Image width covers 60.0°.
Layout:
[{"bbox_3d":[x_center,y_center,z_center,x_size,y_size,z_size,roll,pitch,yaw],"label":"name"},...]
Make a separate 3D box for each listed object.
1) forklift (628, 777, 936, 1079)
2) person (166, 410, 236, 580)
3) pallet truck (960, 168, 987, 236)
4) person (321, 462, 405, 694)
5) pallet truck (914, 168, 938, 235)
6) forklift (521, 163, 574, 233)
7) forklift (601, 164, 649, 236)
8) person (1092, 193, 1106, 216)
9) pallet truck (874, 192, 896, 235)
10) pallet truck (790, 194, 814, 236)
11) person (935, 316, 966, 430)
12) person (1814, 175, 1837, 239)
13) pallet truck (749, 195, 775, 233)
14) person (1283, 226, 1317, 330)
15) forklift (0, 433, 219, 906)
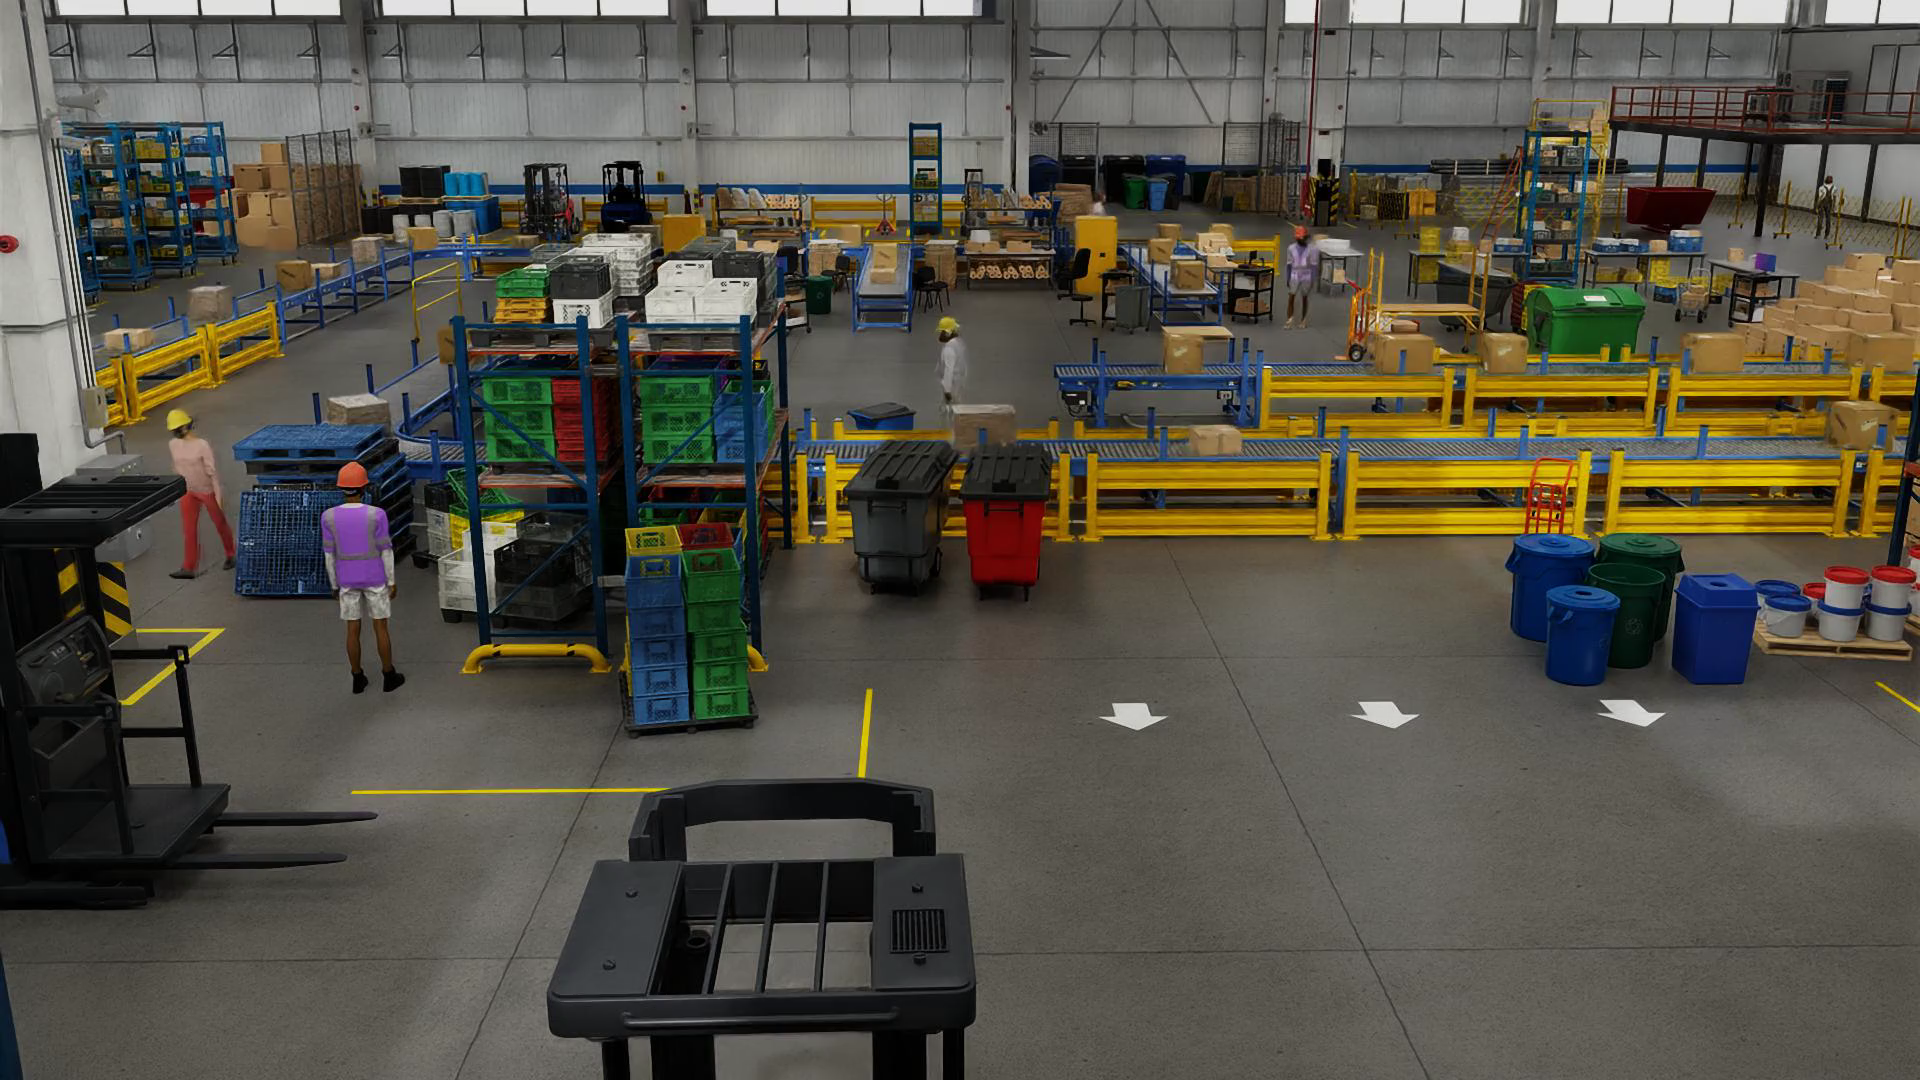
[{"bbox_3d":[-0.542,2.165,5.552,1.129,2.768,1.873,-1,16,-2],"label":"forklift"},{"bbox_3d":[-7.680,-0.463,16.746,0.638,1.705,0.894,4,17,13],"label":"person"},{"bbox_3d":[0.383,-10.230,50.206,0.823,1.965,1.885,-1,16,-3],"label":"pallet truck"},{"bbox_3d":[-4.907,0.314,13.661,0.542,1.939,0.362,-1,16,-5],"label":"person"},{"bbox_3d":[-0.989,-10.316,50.507,0.823,1.965,1.885,1,16,3],"label":"pallet truck"},{"bbox_3d":[-12.233,-10.122,49.298,1.157,1.987,2.680,0,16,-1],"label":"forklift"},{"bbox_3d":[-9.948,-10.127,49.296,1.157,1.987,2.680,-1,16,-3],"label":"forklift"},{"bbox_3d":[3.607,-7.821,42.032,0.660,1.882,0.647,2,16,7],"label":"person"},{"bbox_3d":[-2.277,-9.986,50.594,0.653,1.274,1.630,0,16,-1],"label":"pallet truck"},{"bbox_3d":[-4.814,-9.883,50.259,0.704,1.261,1.522,-1,16,-3],"label":"pallet truck"},{"bbox_3d":[-0.027,-2.103,22.320,0.812,1.807,0.604,2,16,7],"label":"person"},{"bbox_3d":[25.475,-9.793,48.957,0.508,1.844,0.332,3,16,10],"label":"person"},{"bbox_3d":[-6.051,-9.967,50.660,0.680,1.201,1.601,0,16,-1],"label":"pallet truck"},{"bbox_3d":[6.570,-5.046,32.163,0.621,2.007,0.843,8,18,24],"label":"person"},{"bbox_3d":[-5.952,0.780,10.366,1.873,2.768,1.129,0,16,-1],"label":"forklift"}]
